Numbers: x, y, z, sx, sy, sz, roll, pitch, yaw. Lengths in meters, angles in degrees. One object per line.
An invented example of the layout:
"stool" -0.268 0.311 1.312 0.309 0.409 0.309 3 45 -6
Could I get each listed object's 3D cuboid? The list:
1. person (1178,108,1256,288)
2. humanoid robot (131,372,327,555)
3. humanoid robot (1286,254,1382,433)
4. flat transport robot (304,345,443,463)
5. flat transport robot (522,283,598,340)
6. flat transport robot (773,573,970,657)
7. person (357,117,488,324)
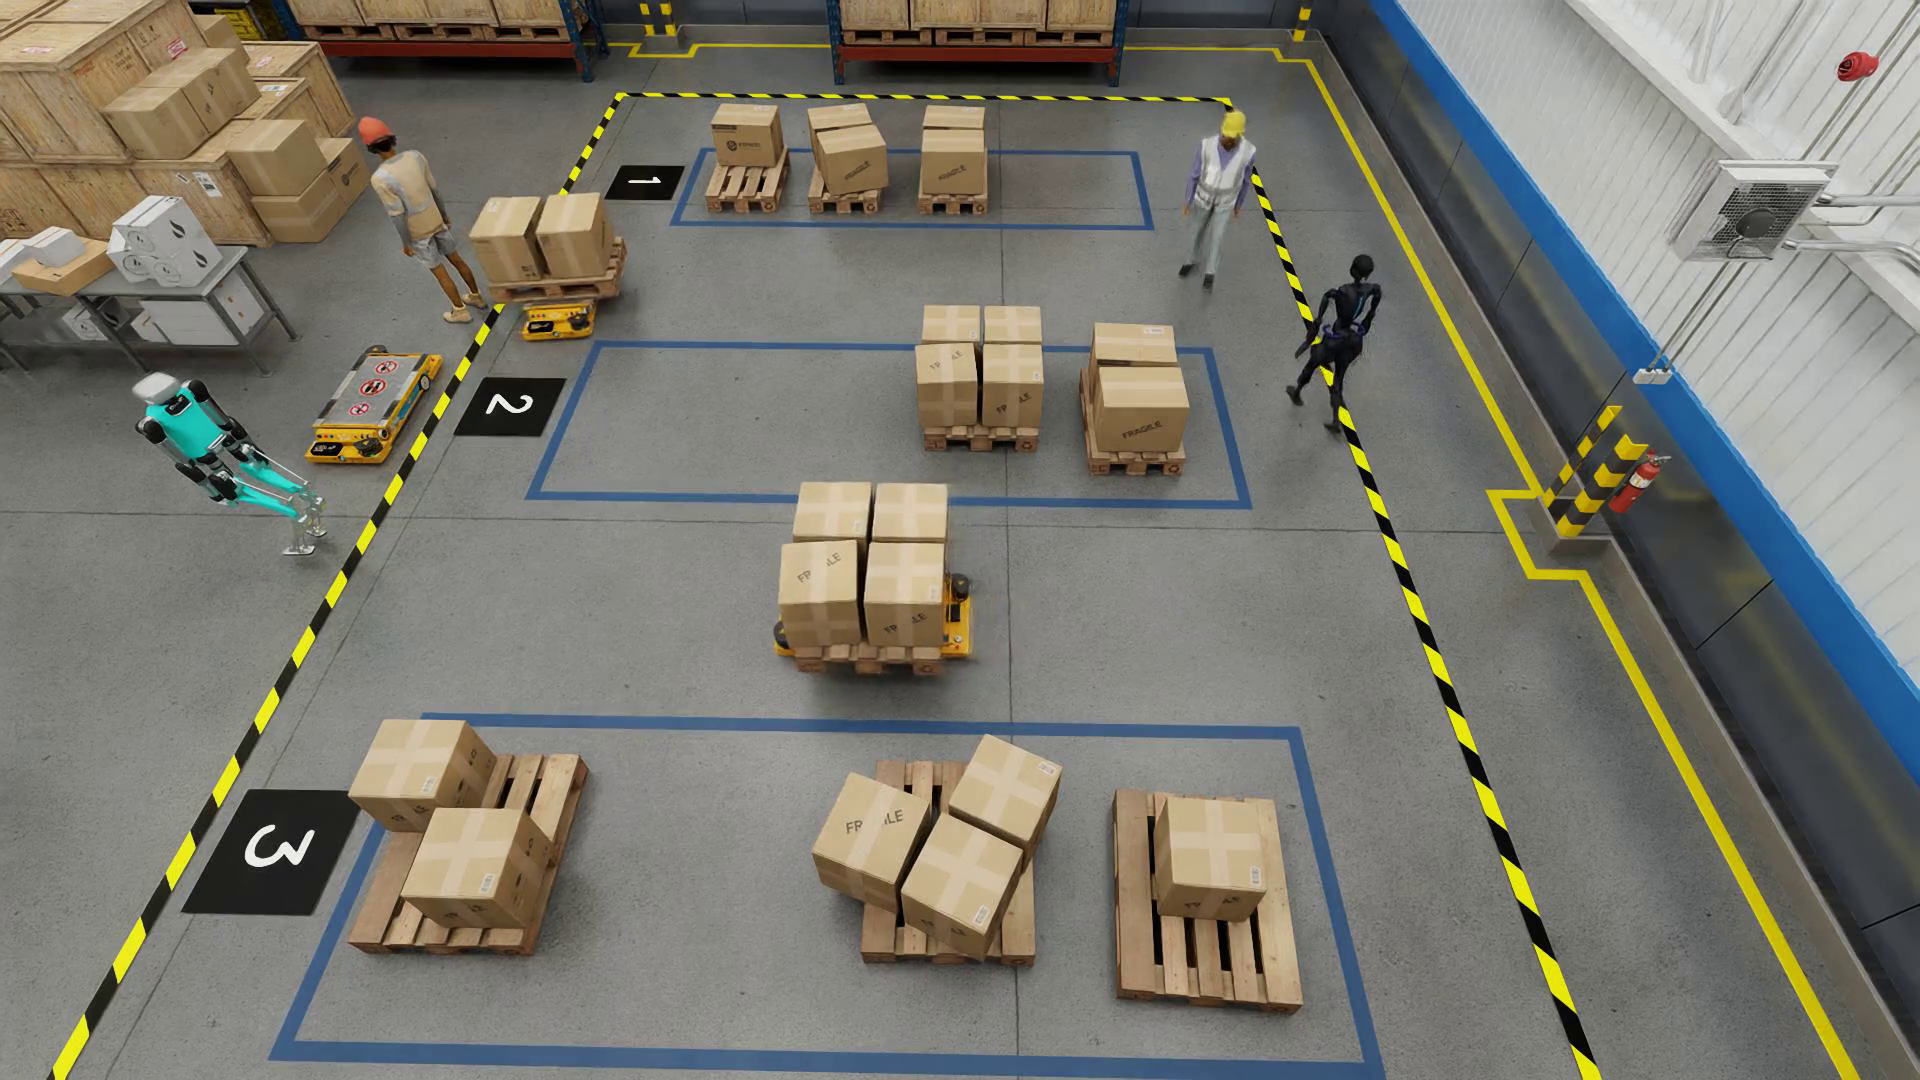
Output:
"person" 2.576 -3.450 9.263 0.599 1.829 0.404 15 51 12
"humanoid robot" -5.190 -0.497 6.737 0.735 1.677 0.533 8 50 7
"humanoid robot" 3.264 -1.692 7.907 0.590 1.637 0.766 -8 50 -7
"flat transport robot" -5.383 -1.269 8.441 0.659 0.231 1.431 1 50 1
"flat transport robot" -4.109 -2.619 9.565 0.652 0.197 1.431 -5 50 -4
"flat transport robot" -0.644 0.547 6.886 1.431 0.197 0.652 1 50 1
"person" -5.145 -3.003 8.752 0.393 2.034 0.612 14 51 12
